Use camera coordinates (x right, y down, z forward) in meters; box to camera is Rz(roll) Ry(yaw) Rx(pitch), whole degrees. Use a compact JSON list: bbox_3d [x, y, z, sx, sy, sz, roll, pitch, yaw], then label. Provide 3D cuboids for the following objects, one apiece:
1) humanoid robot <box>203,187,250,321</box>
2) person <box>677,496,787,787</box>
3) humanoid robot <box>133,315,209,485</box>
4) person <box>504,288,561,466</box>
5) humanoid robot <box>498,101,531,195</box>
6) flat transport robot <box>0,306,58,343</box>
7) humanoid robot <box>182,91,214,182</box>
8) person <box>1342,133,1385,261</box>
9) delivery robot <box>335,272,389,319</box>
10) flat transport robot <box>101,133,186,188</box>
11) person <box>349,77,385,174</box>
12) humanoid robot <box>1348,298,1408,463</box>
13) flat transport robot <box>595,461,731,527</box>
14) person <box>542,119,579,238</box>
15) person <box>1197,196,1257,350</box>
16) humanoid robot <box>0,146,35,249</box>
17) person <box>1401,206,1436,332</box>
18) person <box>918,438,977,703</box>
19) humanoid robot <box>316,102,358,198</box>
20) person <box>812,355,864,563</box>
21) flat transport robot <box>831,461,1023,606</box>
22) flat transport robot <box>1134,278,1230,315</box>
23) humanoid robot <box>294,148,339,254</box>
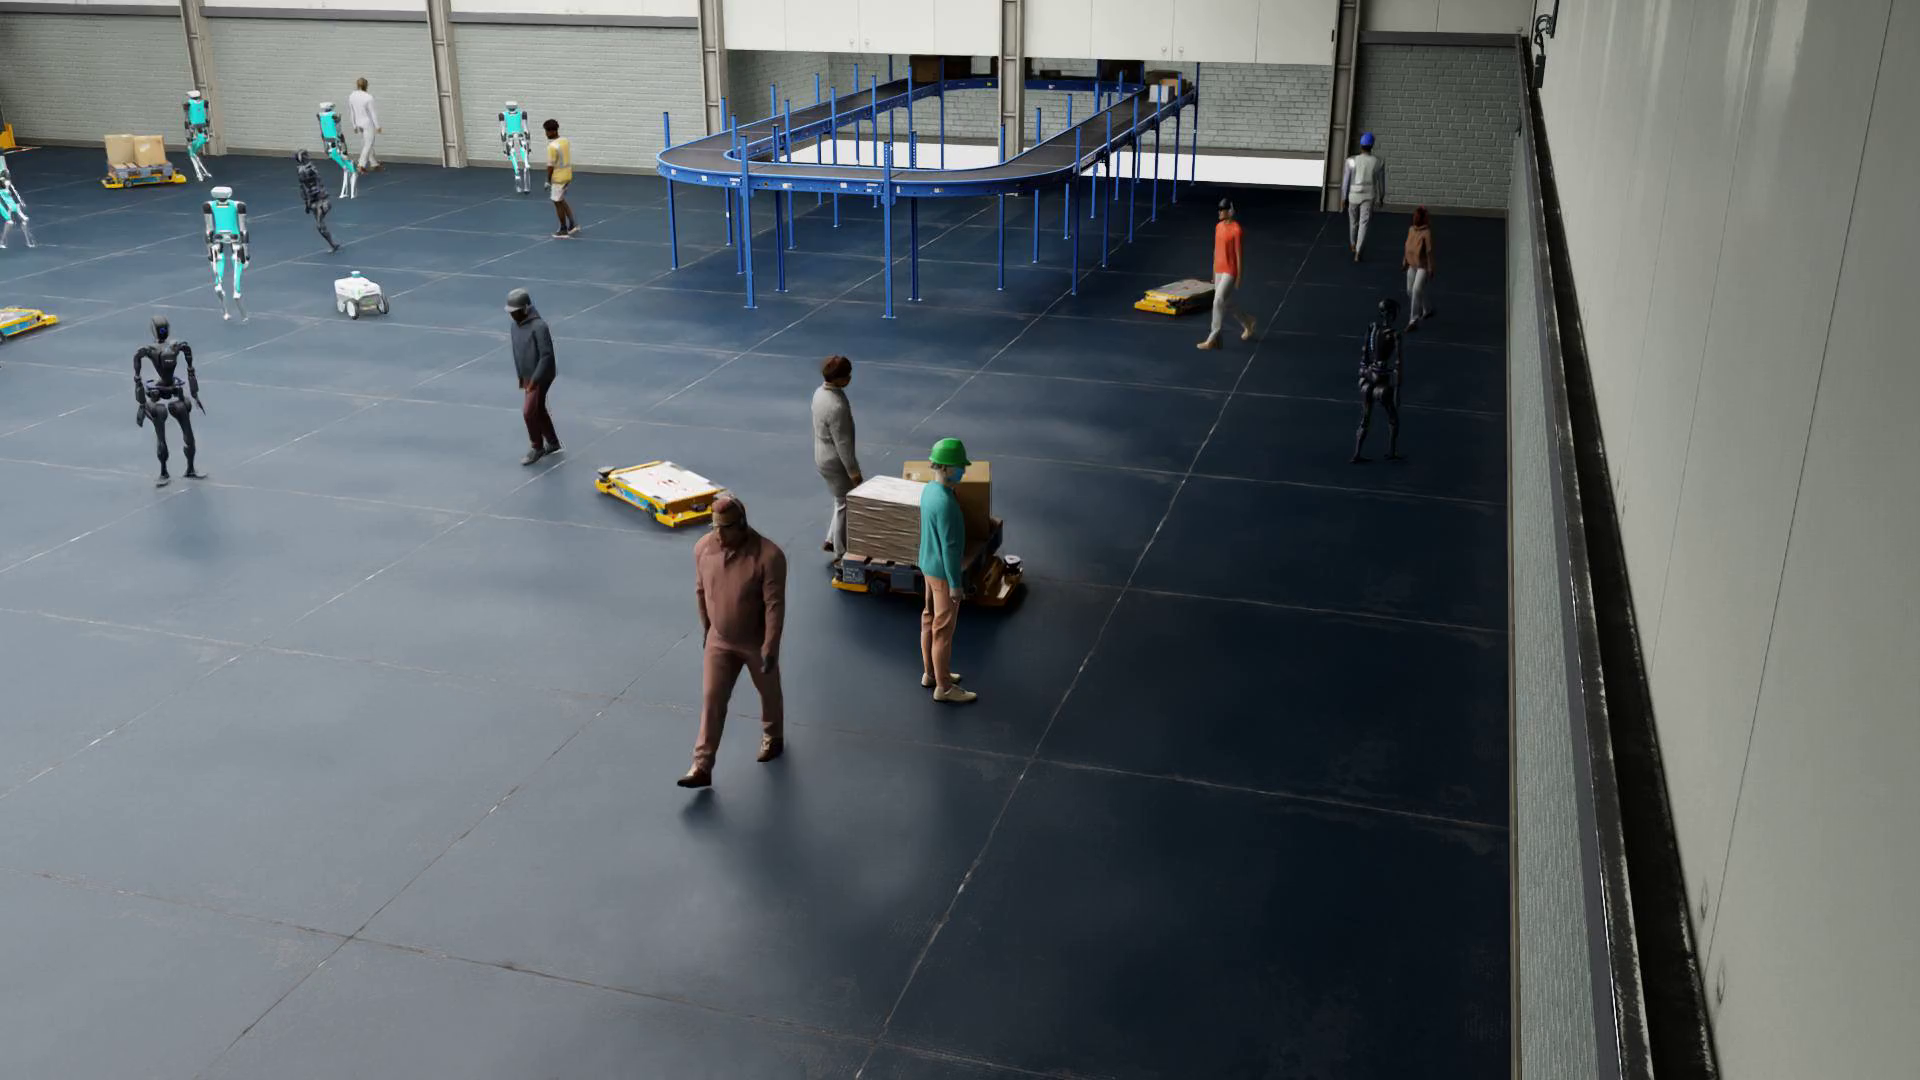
[{"bbox_3d":[-9.499,-3.614,21.539,0.550,1.809,0.780,-3,21,-9],"label":"humanoid robot"},{"bbox_3d":[-1.401,0.639,10.321,0.669,1.853,1.013,6,22,16],"label":"person"},{"bbox_3d":[-7.460,-1.321,15.664,0.395,1.640,0.614,19,28,41],"label":"humanoid robot"},{"bbox_3d":[-4.162,-1.604,16.264,0.552,1.762,0.668,17,27,37],"label":"person"},{"bbox_3d":[-8.223,-7.240,30.982,0.546,1.772,1.037,-8,23,-21],"label":"humanoid robot"},{"bbox_3d":[-12.314,-2.720,21.232,0.659,0.231,1.431,4,21,10],"label":"flat transport robot"},{"bbox_3d":[-15.103,-7.952,32.736,0.749,1.764,0.539,12,24,29],"label":"humanoid robot"},{"bbox_3d":[6.244,-5.319,25.719,0.641,1.889,1.015,6,22,15],"label":"person"},{"bbox_3d":[-8.077,-3.305,22.334,0.774,0.581,0.499,20,29,41],"label":"delivery robot"},{"bbox_3d":[-15.976,-7.073,32.522,1.431,0.231,0.659,-14,25,-31],"label":"flat transport robot"},{"bbox_3d":[-12.085,-8.406,33.749,0.646,1.903,0.895,13,25,30],"label":"person"},{"bbox_3d":[4.133,-1.562,16.282,0.560,1.646,0.610,-10,23,-23],"label":"humanoid robot"},{"bbox_3d":[-2.731,-0.447,15.338,0.659,0.231,1.431,-17,27,-37],"label":"flat transport robot"},{"bbox_3d":[-6.551,-5.911,27.189,0.400,1.937,0.650,5,22,13],"label":"person"},{"bbox_3d":[3.355,-3.307,20.529,0.829,1.883,0.472,-10,23,-23],"label":"person"},{"bbox_3d":[-15.106,-5.455,26.380,0.790,1.850,0.530,10,23,24],"label":"humanoid robot"},{"bbox_3d":[5.978,-3.500,21.360,0.607,1.621,0.482,-8,23,-21],"label":"person"},{"bbox_3d":[-0.100,0.205,11.424,0.363,1.869,0.515,-6,22,-16],"label":"person"},{"bbox_3d":[-11.478,-7.218,30.904,0.532,1.836,0.658,10,23,25],"label":"humanoid robot"},{"bbox_3d":[-0.989,-0.644,13.687,0.421,1.820,0.532,-6,22,-16],"label":"person"},{"bbox_3d":[-0.264,0.272,13.471,1.431,0.231,0.659,6,22,15],"label":"flat transport robot"},{"bbox_3d":[3.067,-3.342,22.847,0.659,0.231,1.431,16,26,36],"label":"flat transport robot"},{"bbox_3d":[-10.015,-5.300,25.979,0.610,1.635,0.466,14,25,33],"label":"humanoid robot"}]
